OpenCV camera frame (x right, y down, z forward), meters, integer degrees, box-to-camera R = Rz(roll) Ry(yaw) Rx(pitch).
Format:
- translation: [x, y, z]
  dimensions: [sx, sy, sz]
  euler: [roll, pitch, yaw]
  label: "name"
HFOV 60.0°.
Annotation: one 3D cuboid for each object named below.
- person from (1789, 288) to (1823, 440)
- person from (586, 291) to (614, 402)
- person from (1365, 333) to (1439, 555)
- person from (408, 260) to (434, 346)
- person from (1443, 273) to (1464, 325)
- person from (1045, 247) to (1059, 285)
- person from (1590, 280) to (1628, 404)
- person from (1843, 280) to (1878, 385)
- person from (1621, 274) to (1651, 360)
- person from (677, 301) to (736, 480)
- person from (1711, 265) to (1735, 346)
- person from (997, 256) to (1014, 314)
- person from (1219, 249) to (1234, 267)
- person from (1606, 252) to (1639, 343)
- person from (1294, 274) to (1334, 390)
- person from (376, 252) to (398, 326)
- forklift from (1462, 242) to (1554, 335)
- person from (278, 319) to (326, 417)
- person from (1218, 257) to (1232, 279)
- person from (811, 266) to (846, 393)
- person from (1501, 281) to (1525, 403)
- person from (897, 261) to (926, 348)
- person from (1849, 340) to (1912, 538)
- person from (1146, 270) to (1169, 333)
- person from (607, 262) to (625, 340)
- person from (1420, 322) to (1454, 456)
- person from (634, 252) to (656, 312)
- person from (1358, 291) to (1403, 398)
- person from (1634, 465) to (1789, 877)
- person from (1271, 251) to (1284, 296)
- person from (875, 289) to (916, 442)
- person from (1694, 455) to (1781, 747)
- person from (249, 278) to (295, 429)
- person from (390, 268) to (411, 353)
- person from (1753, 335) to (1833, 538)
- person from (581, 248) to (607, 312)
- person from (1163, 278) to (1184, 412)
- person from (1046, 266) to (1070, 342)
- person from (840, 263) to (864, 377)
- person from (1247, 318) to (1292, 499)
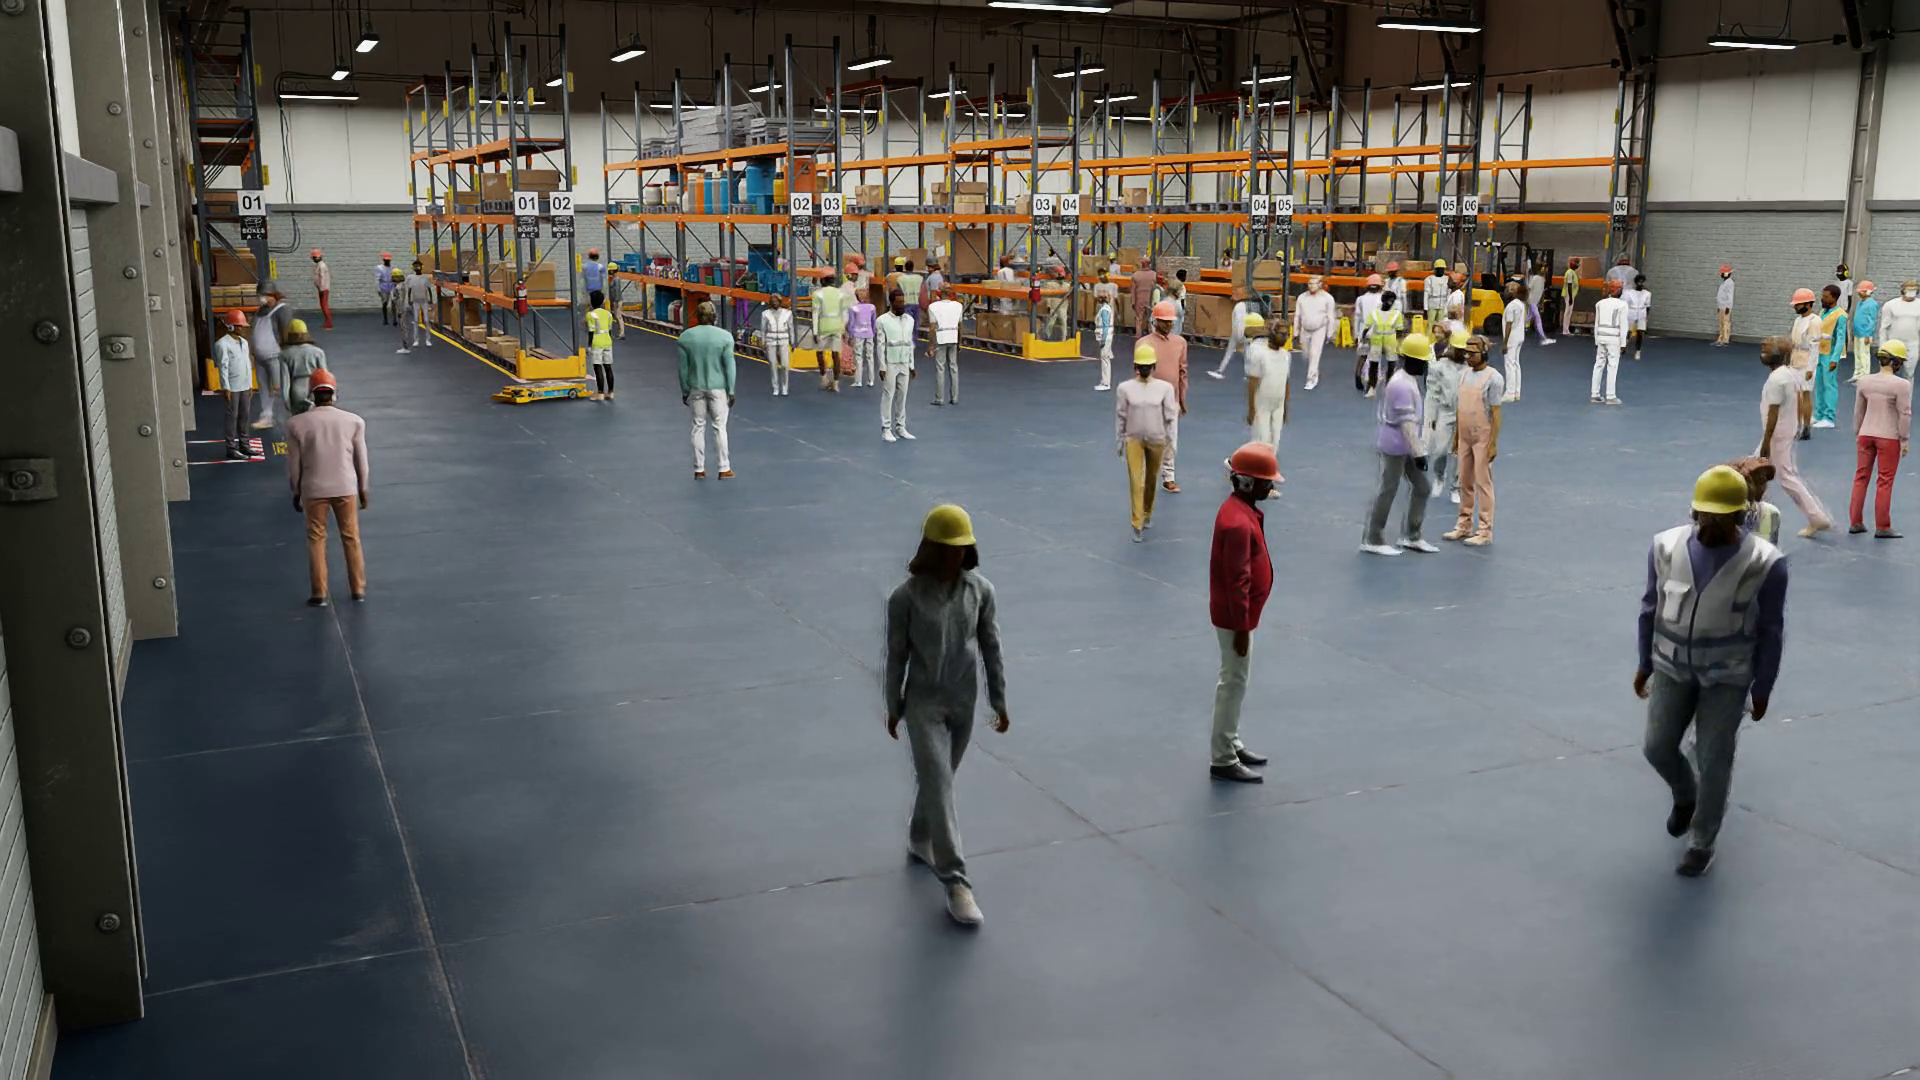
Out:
- translation: [10.706, -2.233, 21.189]
  dimensions: [0.386, 1.924, 0.548]
  euler: [0, 11, -1]
  label: "person"
- translation: [-5.522, -2.966, 25.480]
  dimensions: [0.321, 1.696, 0.536]
  euler: [6, 13, 28]
  label: "person"
- translation: [3.760, -0.777, 13.878]
  dimensions: [0.753, 1.883, 0.601]
  euler: [5, 12, 22]
  label: "person"
- translation: [-11.696, -5.133, 36.056]
  dimensions: [0.534, 1.868, 0.309]
  euler: [-3, 12, -15]
  label: "person"
- translation: [8.239, -3.514, 27.798]
  dimensions: [0.356, 1.883, 0.574]
  euler: [3, 12, 16]
  label: "person"
- translation: [2.715, -7.750, 49.355]
  dimensions: [0.311, 1.869, 0.532]
  euler: [11, 15, 44]
  label: "person"
- translation: [9.841, -2.994, 25.182]
  dimensions: [0.355, 1.876, 0.574]
  euler: [-6, 13, -28]
  label: "person"
- translation: [15.173, -3.485, 27.973]
  dimensions: [0.330, 1.752, 0.564]
  euler: [1, 11, 6]
  label: "person"
- translation: [13.333, -4.410, 32.845]
  dimensions: [0.536, 1.677, 0.515]
  euler: [1, 11, 7]
  label: "person"
- translation: [-2.725, -1.604, 17.959]
  dimensions: [0.629, 1.934, 0.377]
  euler: [2, 11, 8]
  label: "person"
- translation: [16.604, -5.091, 36.151]
  dimensions: [0.339, 1.747, 0.563]
  euler: [2, 11, 8]
  label: "person"
- translation: [1.121, -5.871, 39.835]
  dimensions: [0.636, 1.867, 0.576]
  euler: [9, 14, 38]
  label: "person"
- translation: [7.658, -7.443, 47.813]
  dimensions: [0.526, 1.854, 0.505]
  euler: [1, 11, 4]
  label: "person"
- translation: [14.638, -5.365, 36.796]
  dimensions: [0.678, 2.000, 0.535]
  euler: [5, 12, 26]
  label: "person"
- translation: [5.825, -3.429, 27.374]
  dimensions: [0.651, 1.881, 0.812]
  euler: [7, 13, 32]
  label: "person"
- translation: [-14.691, -6.450, 42.730]
  dimensions: [0.550, 1.892, 1.003]
  euler: [-5, 12, -24]
  label: "person"
- translation: [13.047, -6.049, 39.881]
  dimensions: [2.313, 2.155, 1.214]
  euler: [-5, 12, -23]
  label: "forklift"
- translation: [-7.350, -1.622, 18.647]
  dimensions: [0.487, 1.699, 0.899]
  euler: [-3, 11, -14]
  label: "person"
- translation: [7.605, -7.281, 47.572]
  dimensions: [0.508, 1.631, 0.271]
  euler: [1, 11, 5]
  label: "person"
- translation: [-2.121, -3.386, 26.765]
  dimensions: [0.614, 2.026, 0.582]
  euler: [-5, 12, -24]
  label: "person"
- translation: [8.432, -3.019, 25.403]
  dimensions: [0.338, 1.839, 0.508]
  euler: [8, 14, 37]
  label: "person"
- translation: [-1.029, -5.027, 35.598]
  dimensions: [0.638, 1.903, 0.802]
  euler: [-3, 11, -14]
  label: "person"
- translation: [8.215, -0.898, 14.819]
  dimensions: [0.324, 1.760, 0.523]
  euler: [-5, 12, -25]
  label: "person"
- translation: [3.629, -4.039, 30.598]
  dimensions: [0.384, 1.835, 0.561]
  euler: [3, 11, 13]
  label: "person"
- translation: [-7.847, -5.428, 37.851]
  dimensions: [0.349, 1.758, 0.521]
  euler: [-4, 12, -21]
  label: "person"
- translation: [5.742, -1.795, 19.778]
  dimensions: [0.518, 1.599, 0.855]
  euler: [9, 15, 40]
  label: "person"
- translation: [-8.949, -7.228, 46.928]
  dimensions: [0.625, 1.779, 0.833]
  euler: [3, 12, 15]
  label: "person"
- translation: [6.535, -3.037, 25.883]
  dimensions: [0.673, 1.688, 0.363]
  euler: [2, 11, 12]
  label: "person"
- translation: [3.275, 0.555, 7.280]
  dimensions: [0.599, 1.812, 0.499]
  euler: [10, 15, 41]
  label: "person"
- translation: [8.891, -7.146, 46.415]
  dimensions: [0.404, 1.824, 0.591]
  euler: [-11, 15, -43]
  label: "person"
- translation: [-0.814, -2.218, 21.114]
  dimensions: [0.593, 1.920, 0.392]
  euler: [-11, 15, -43]
  label: "person"
- translation: [4.081, 0.355, 8.797]
  dimensions: [0.520, 1.625, 0.358]
  euler: [-2, 11, -12]
  label: "person"
- translation: [-9.217, -2.527, 22.371]
  dimensions: [0.698, 2.000, 0.742]
  euler: [8, 13, 34]
  label: "person"
- translation: [-11.570, -4.734, 34.352]
  dimensions: [0.325, 1.740, 0.493]
  euler: [-3, 11, -13]
  label: "person"
- translation: [7.339, -0.918, 14.809]
  dimensions: [0.918, 1.809, 0.508]
  euler: [6, 13, 28]
  label: "person"
- translation: [-9.042, -6.201, 41.104]
  dimensions: [0.640, 2.022, 0.606]
  euler: [-1, 11, -3]
  label: "person"
- translation: [3.083, -2.826, 24.175]
  dimensions: [0.374, 1.933, 0.632]
  euler: [0, 11, -2]
  label: "person"
- translation: [2.138, -5.141, 36.468]
  dimensions: [0.567, 1.725, 0.763]
  euler: [-3, 12, -16]
  label: "person"
- translation: [-1.915, -3.879, 29.357]
  dimensions: [0.379, 1.996, 0.611]
  euler: [3, 11, 13]
  label: "person"
- translation: [3.117, -1.329, 16.833]
  dimensions: [0.518, 1.827, 0.430]
  euler: [-7, 13, -31]
  label: "person"
